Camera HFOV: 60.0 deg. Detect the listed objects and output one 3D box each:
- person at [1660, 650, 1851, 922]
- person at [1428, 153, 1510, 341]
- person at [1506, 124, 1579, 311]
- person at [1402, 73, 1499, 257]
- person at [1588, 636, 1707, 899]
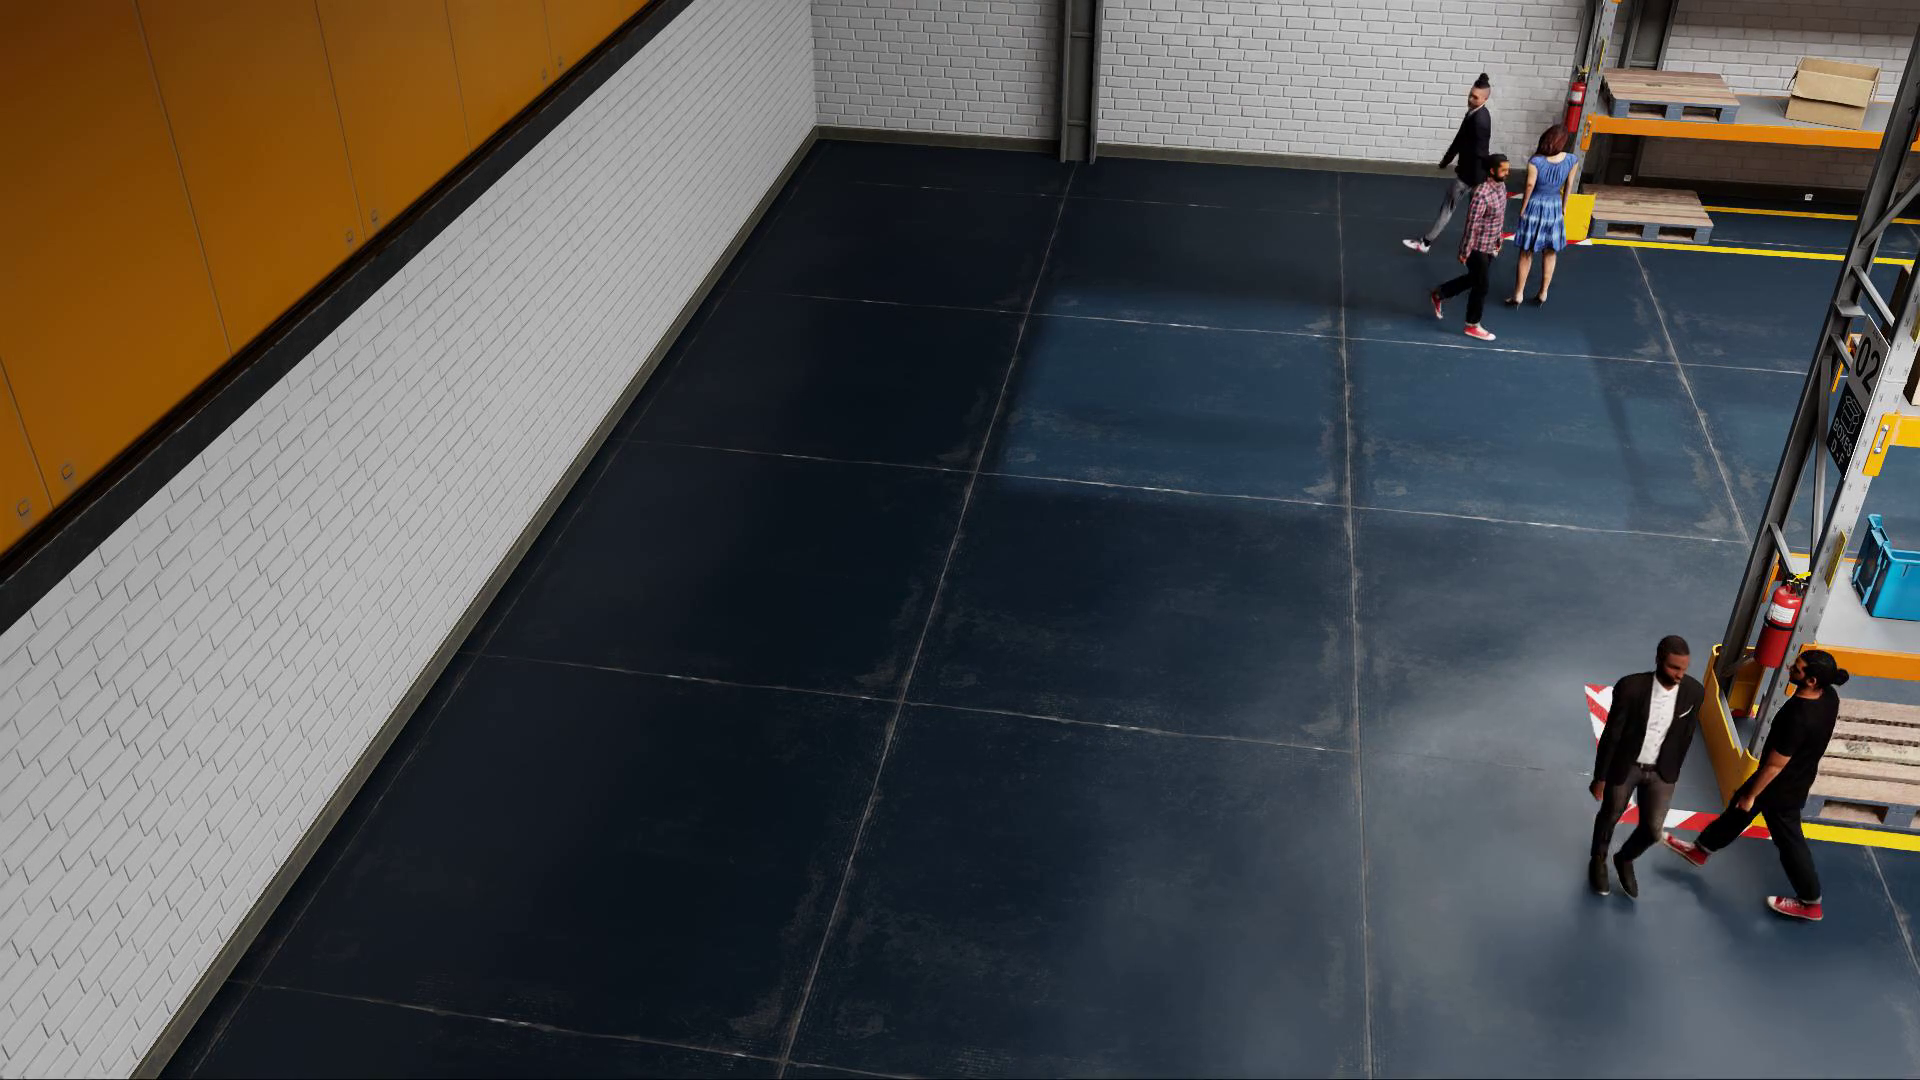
[{"bbox_3d":[4.603,1.376,9.130,1.269,1.714,1.016,23,40,30],"label":"person"},{"bbox_3d":[4.709,-2.731,15.284,1.091,1.741,0.921,20,39,28],"label":"person"},{"bbox_3d":[5.490,-3.043,15.695,0.606,1.805,0.784,-2,34,-3],"label":"person"},{"bbox_3d":[5.196,-3.674,16.559,1.204,1.901,0.796,9,35,13],"label":"person"},{"bbox_3d":[3.754,1.214,9.305,0.553,1.790,0.735,3,34,5],"label":"person"}]
